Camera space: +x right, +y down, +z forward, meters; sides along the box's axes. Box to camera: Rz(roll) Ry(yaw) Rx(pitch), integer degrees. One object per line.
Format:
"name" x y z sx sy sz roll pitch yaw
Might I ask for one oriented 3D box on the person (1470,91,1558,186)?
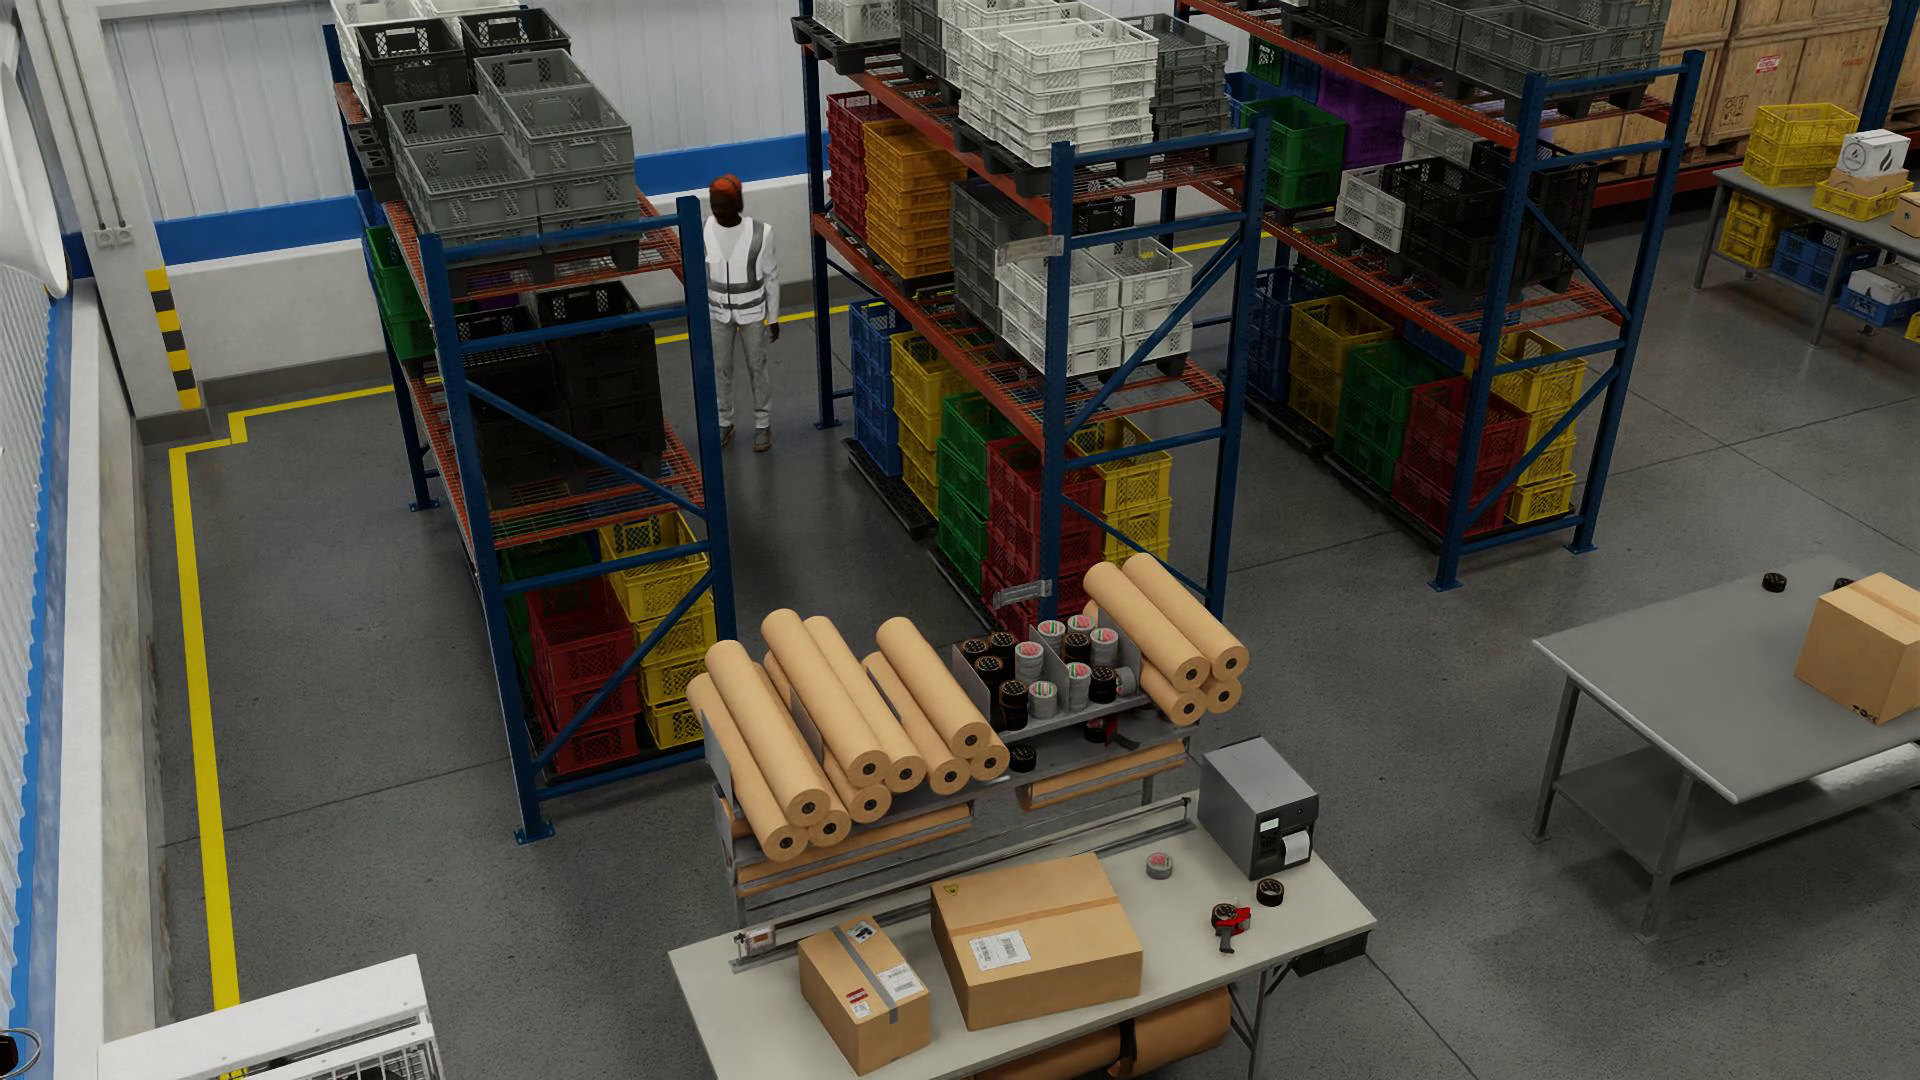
"person" 4.259 -2.850 12.996 0.633 1.936 0.353 13 34 19

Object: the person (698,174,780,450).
"person" -1.455 -1.467 10.800 0.584 1.881 0.337 4 32 6
